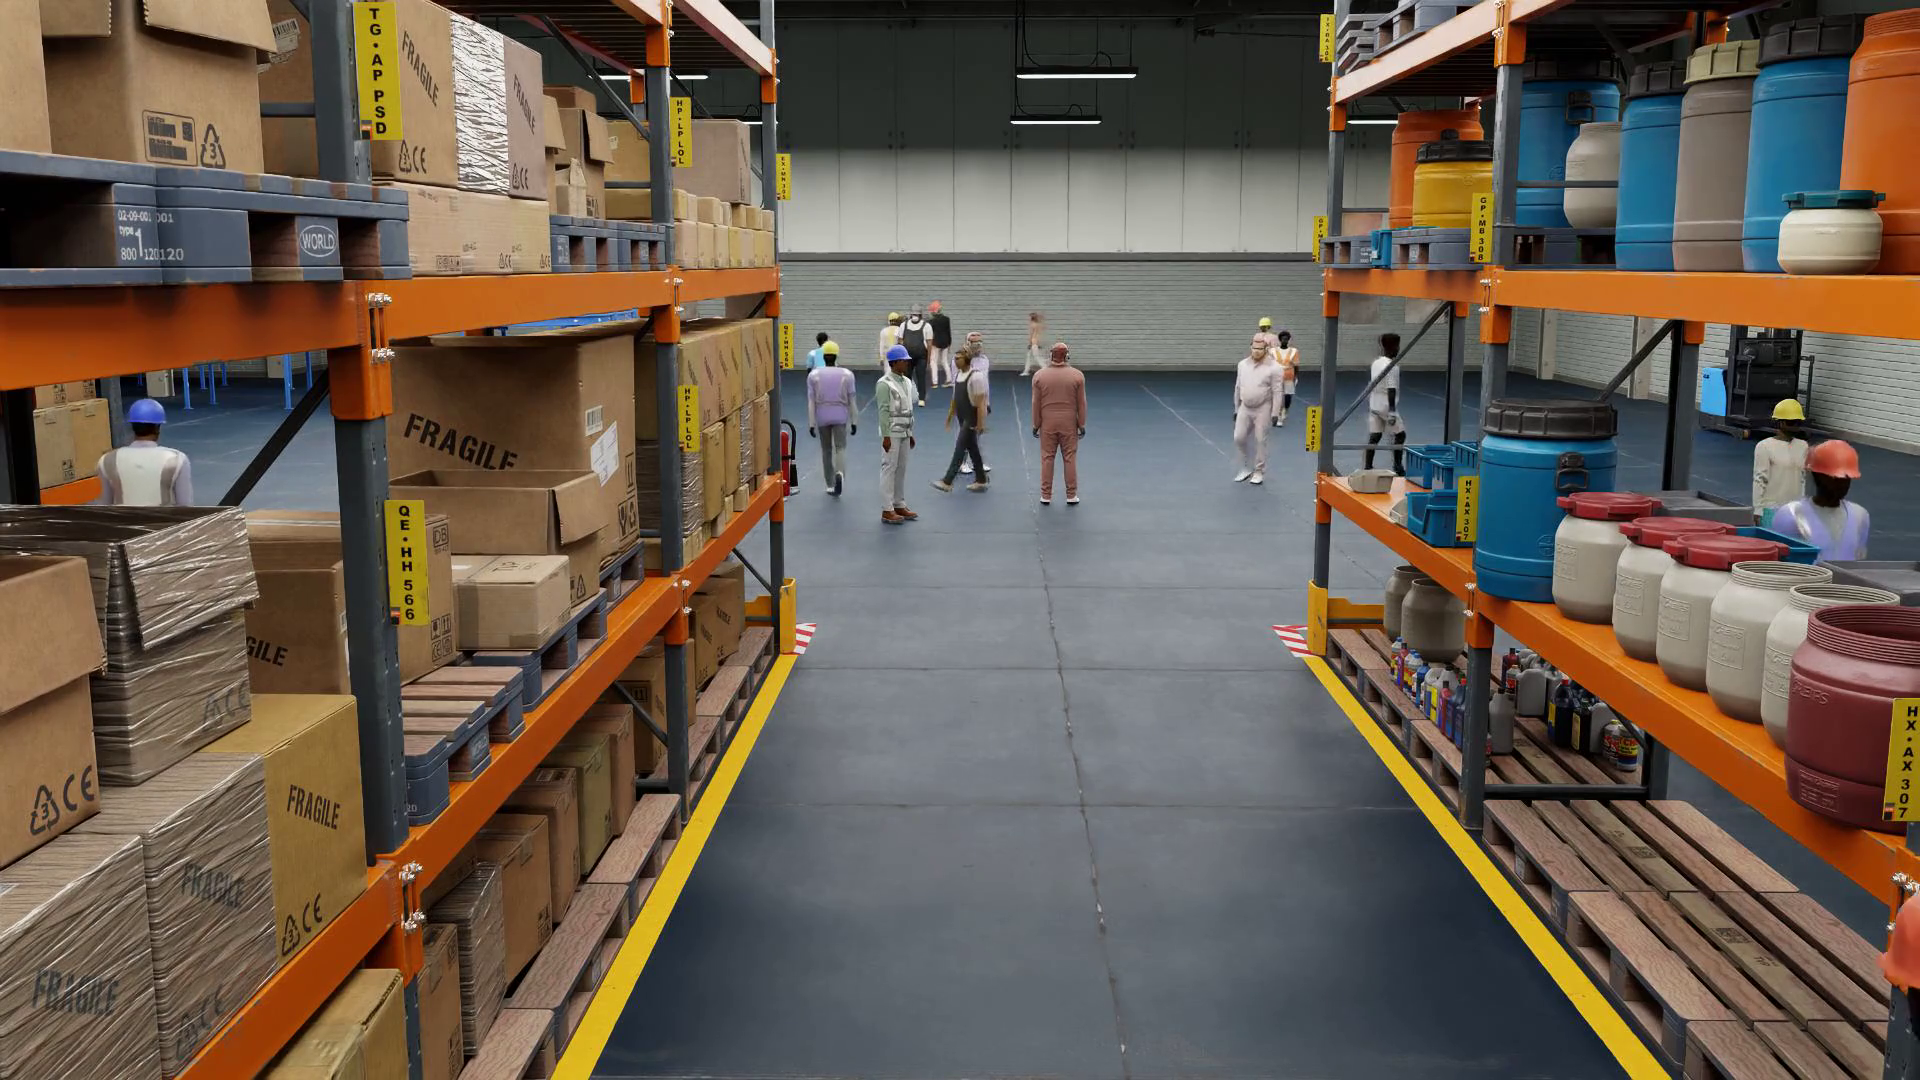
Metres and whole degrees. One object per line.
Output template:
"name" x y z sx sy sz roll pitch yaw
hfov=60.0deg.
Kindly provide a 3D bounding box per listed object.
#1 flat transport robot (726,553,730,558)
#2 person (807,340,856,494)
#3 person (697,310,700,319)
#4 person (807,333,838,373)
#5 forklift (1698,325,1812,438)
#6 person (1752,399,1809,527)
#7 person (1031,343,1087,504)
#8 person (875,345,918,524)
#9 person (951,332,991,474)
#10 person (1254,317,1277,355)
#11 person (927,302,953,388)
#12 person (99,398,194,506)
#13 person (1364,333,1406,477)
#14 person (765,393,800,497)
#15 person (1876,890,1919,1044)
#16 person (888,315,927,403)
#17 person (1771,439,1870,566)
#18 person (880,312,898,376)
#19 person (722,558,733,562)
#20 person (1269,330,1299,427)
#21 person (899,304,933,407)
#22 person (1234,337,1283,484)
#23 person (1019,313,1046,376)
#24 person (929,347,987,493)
"flat transport robot" -2.549 0.114 15.782 0.652 0.197 1.431 -1 9 -3
"person" -1.567 -1.483 20.349 0.606 1.901 0.728 -1 10 -5
"person" -5.590 -3.922 35.033 0.633 1.889 1.024 -4 10 -22
"person" -2.367 -2.738 28.634 0.532 1.642 0.941 -1 10 -6
"forklift" 13.248 -3.165 27.620 1.129 2.768 1.873 0 9 1
"person" 6.601 -0.253 13.386 0.530 1.768 0.312 -4 10 -20
"person" 1.173 -1.374 19.676 0.651 1.907 0.409 1 10 6
"person" -0.701 -1.180 18.381 0.380 1.951 0.605 5 11 27
"person" 0.187 -1.874 22.660 0.641 1.913 0.410 -9 13 -44
"person" 6.083 -3.581 33.330 0.550 1.751 0.368 8 12 39
"person" -0.479 -4.448 37.997 0.671 1.948 0.404 -8 12 -39
"person" -5.558 -0.004 11.425 0.612 1.930 0.434 -2 10 -13
"person" 5.628 -1.717 21.618 0.800 1.936 0.654 -2 10 -13
"person" -2.391 -1.300 20.170 0.854 1.590 0.530 5 11 27
"person" 1.614 1.473 2.733 0.555 1.875 1.010 0 9 -3
"person" -1.160 -3.651 33.659 0.964 1.788 0.651 -5 11 -28
"person" 4.649 0.387 9.126 0.550 1.918 0.747 -1 10 -7
"person" -1.371 -3.783 34.359 0.593 1.823 0.403 -2 10 -13
"person" -2.299 -0.591 15.022 0.580 1.902 0.790 7 12 37
"person" 5.670 -2.845 29.185 0.533 1.681 0.603 1 10 8
"person" -0.905 -3.656 33.073 0.690 2.000 0.535 2 10 12
"person" 3.802 -1.662 21.417 0.681 1.892 0.510 6 11 33
"person" 1.891 -4.901 41.696 0.808 1.606 0.523 3 10 18
"person" -0.020 -1.480 20.616 0.951 1.799 0.522 -5 11 -27
